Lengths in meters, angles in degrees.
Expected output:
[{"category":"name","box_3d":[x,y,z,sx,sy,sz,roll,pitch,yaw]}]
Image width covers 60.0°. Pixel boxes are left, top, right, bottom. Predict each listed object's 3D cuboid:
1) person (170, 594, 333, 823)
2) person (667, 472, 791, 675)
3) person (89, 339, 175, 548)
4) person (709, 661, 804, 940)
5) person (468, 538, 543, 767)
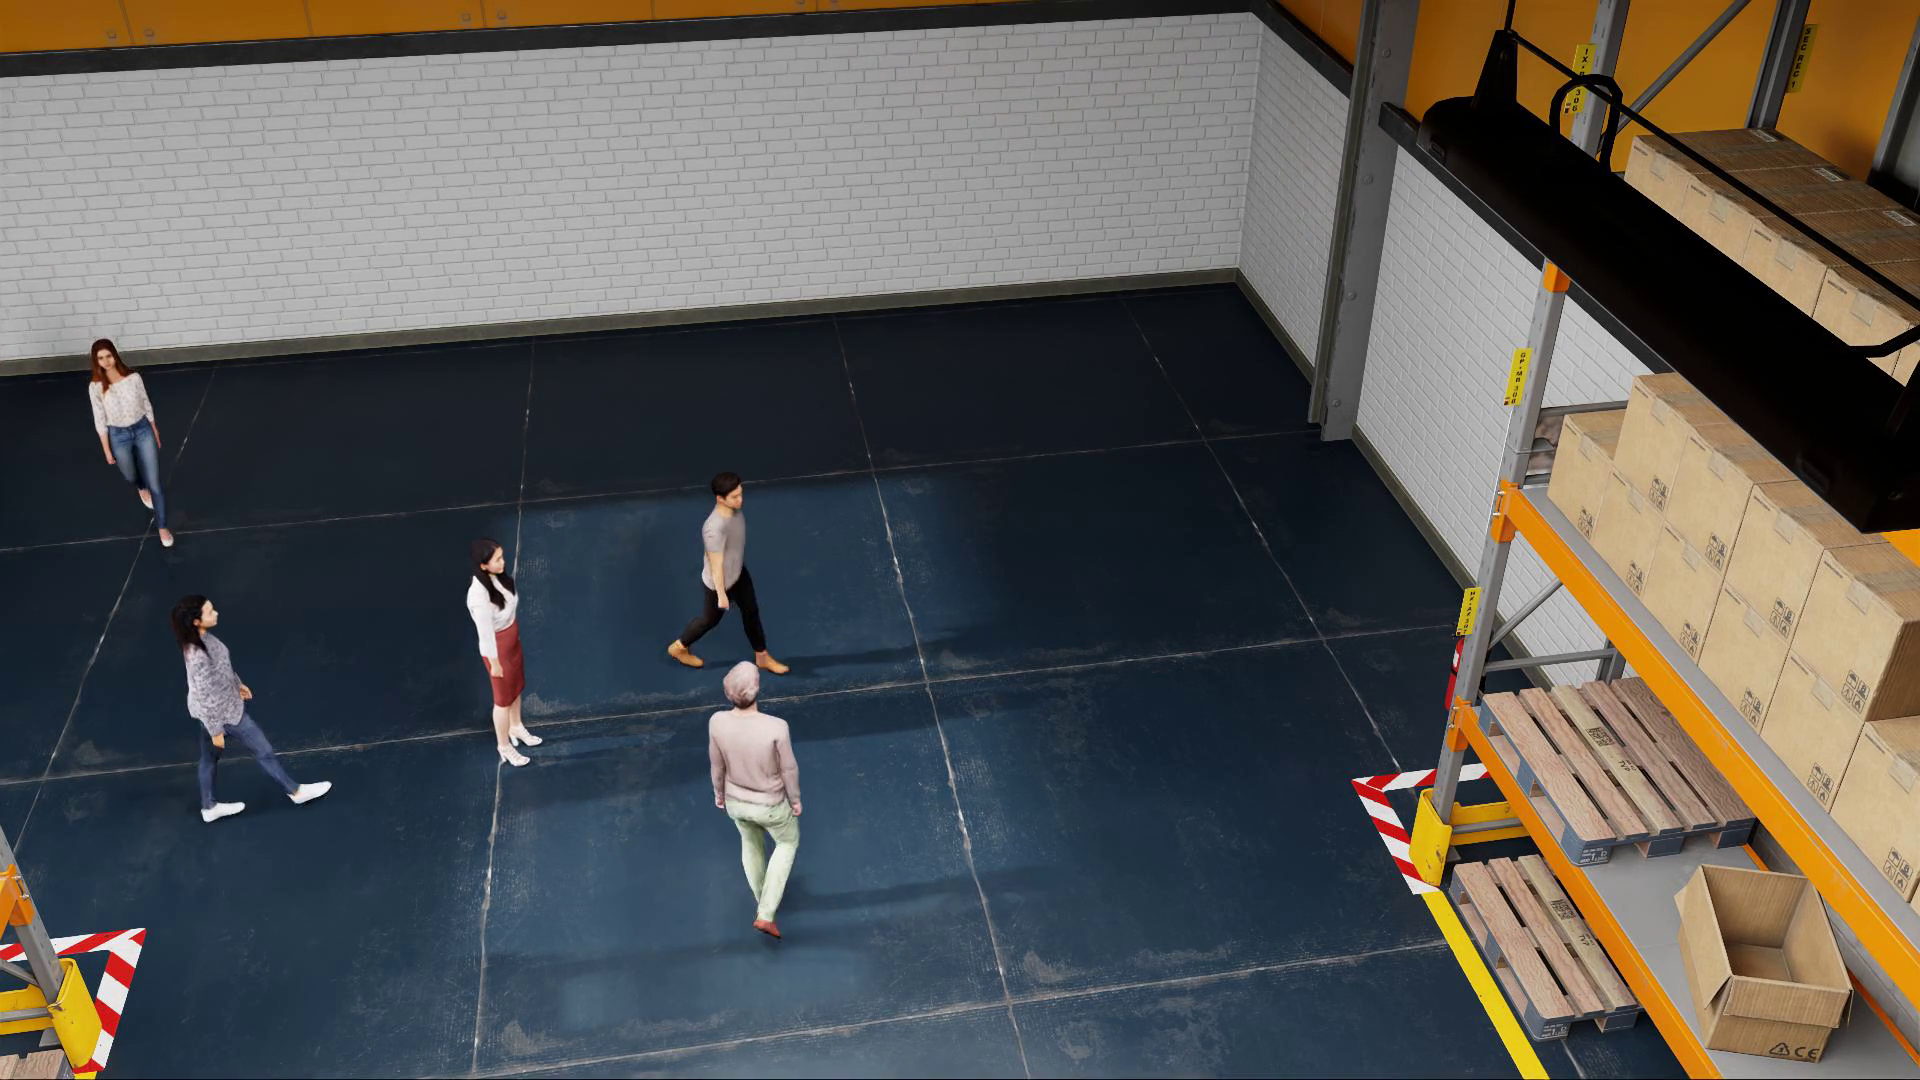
[{"category":"person","box_3d":[-4.721,1.092,10.376,0.908,1.701,1.046,-17,37,-24]},{"category":"person","box_3d":[-1.737,0.240,11.674,1.052,1.683,1.164,8,34,12]},{"category":"person","box_3d":[-6.625,-0.834,13.275,0.832,1.699,1.168,-17,37,-24]},{"category":"person","box_3d":[-1.176,1.555,9.535,0.895,1.859,1.043,7,34,11]},{"category":"person","box_3d":[-2.998,0.724,10.886,0.690,1.749,0.523,2,34,2]}]
